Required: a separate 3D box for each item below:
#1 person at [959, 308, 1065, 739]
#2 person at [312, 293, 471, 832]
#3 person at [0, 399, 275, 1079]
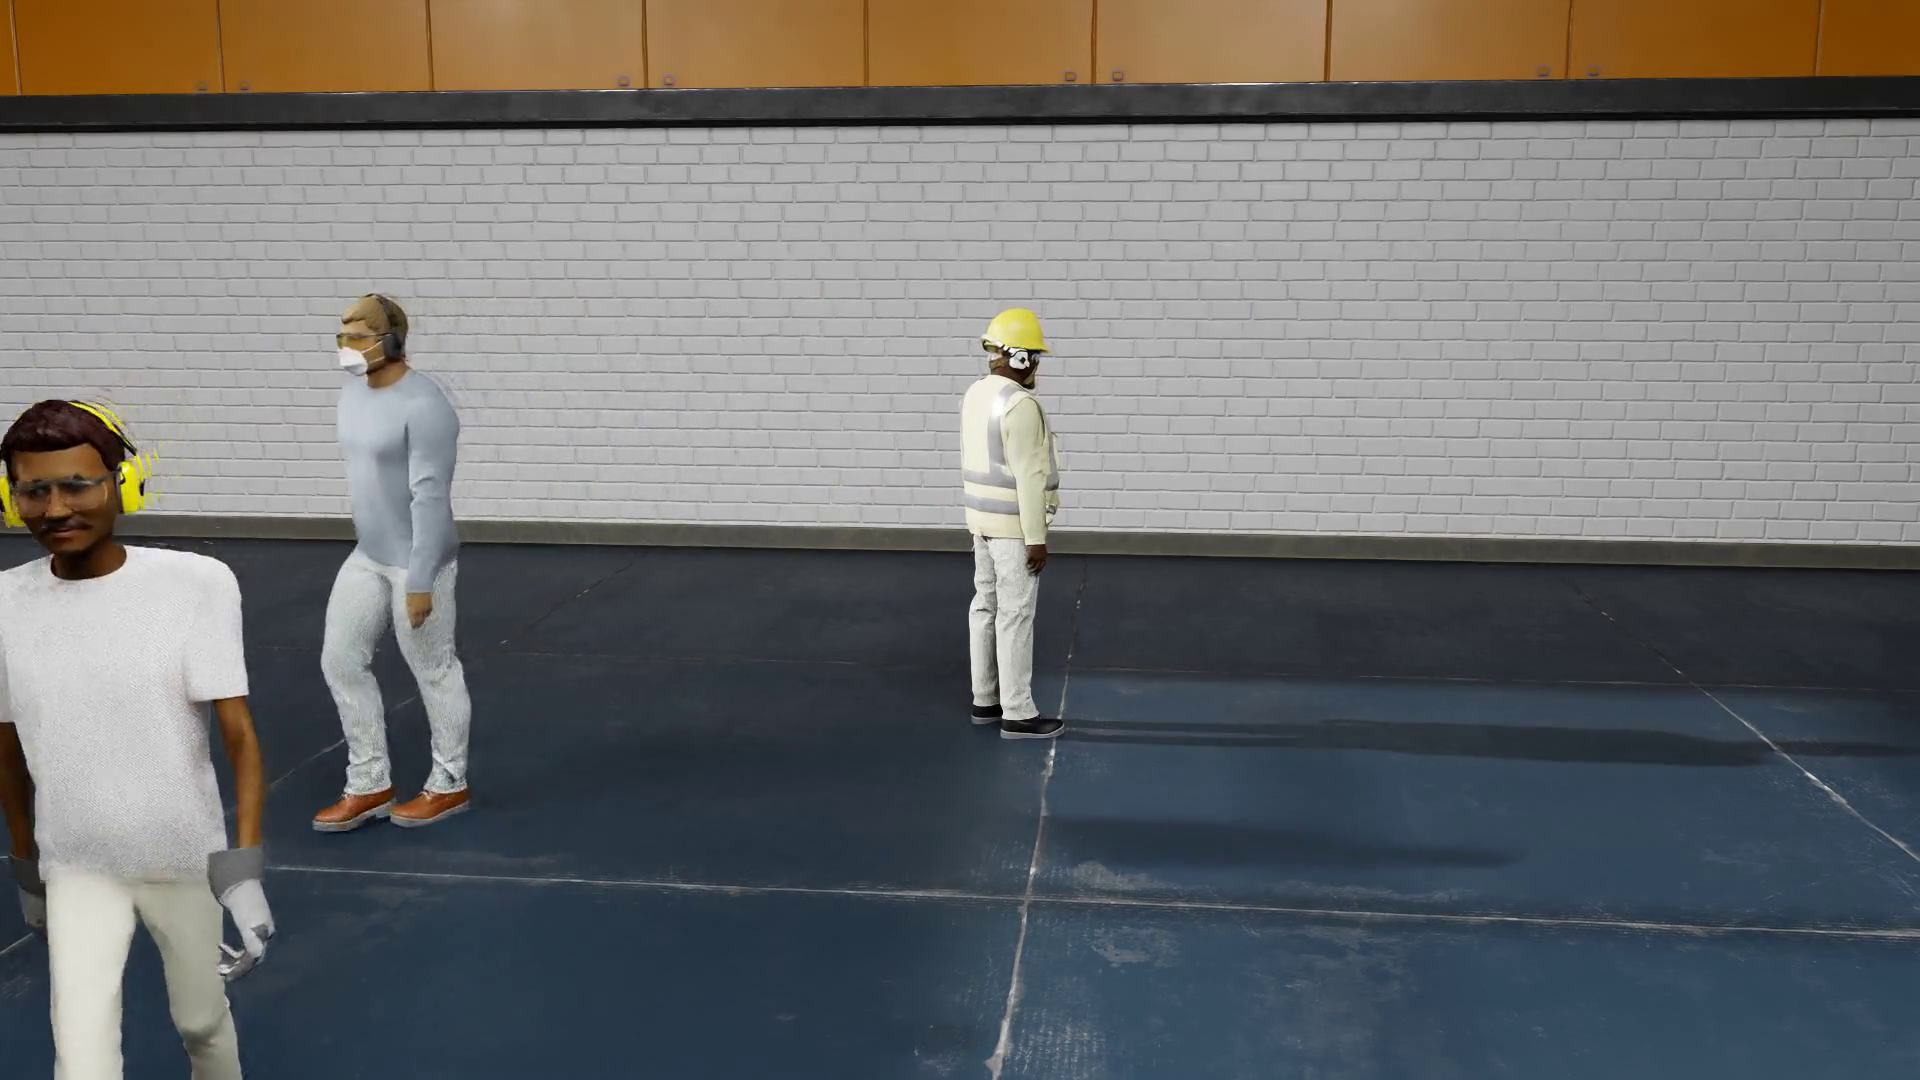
[{"bbox_3d":[0.222,-0.070,7.118,0.403,1.829,0.588,-5,11,-25],"label":"person"},{"bbox_3d":[-2.050,0.109,5.828,0.662,1.917,0.701,8,13,38],"label":"person"},{"bbox_3d":[-1.582,0.629,3.177,0.506,1.814,1.009,-3,10,-19],"label":"person"}]
